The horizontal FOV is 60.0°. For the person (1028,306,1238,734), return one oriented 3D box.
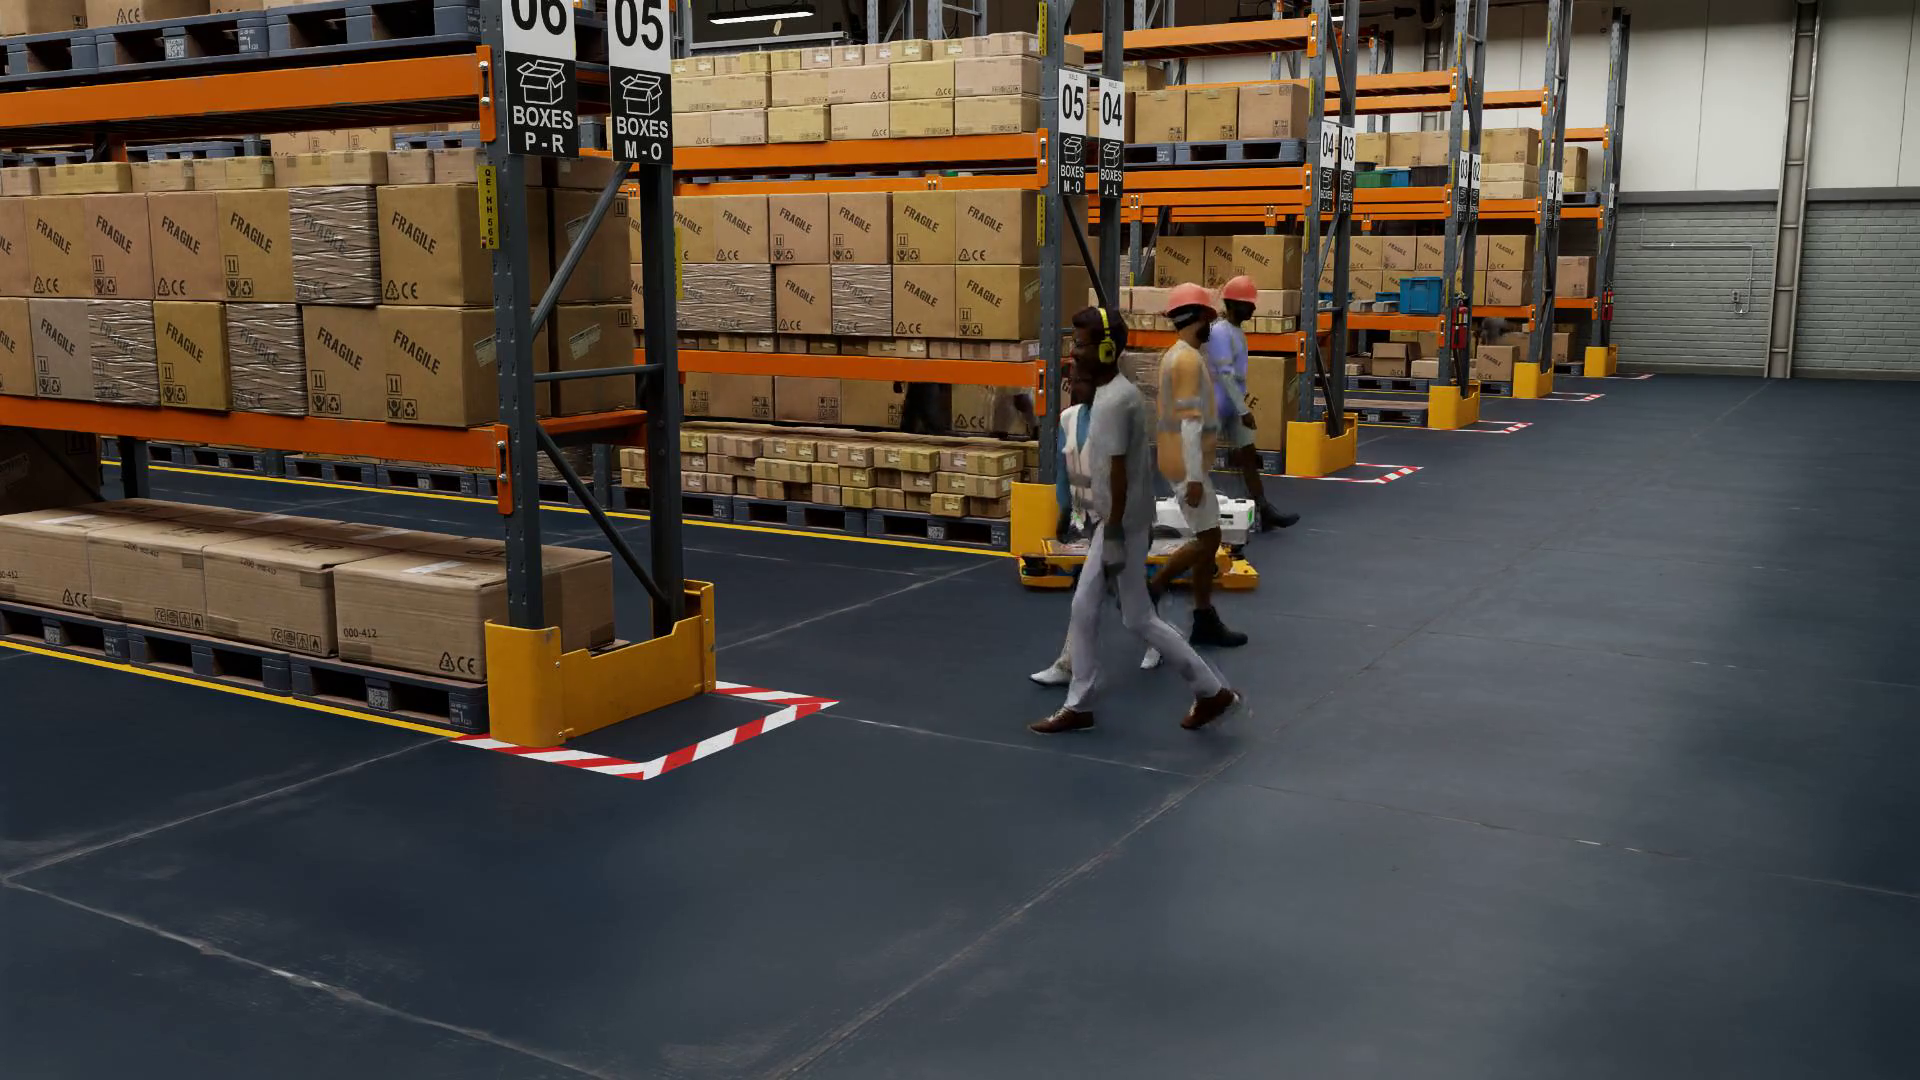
[{"bbox_3d":[0.748,-0.063,6.985,0.834,1.836,0.516,-1,10,-4],"label":"person"}]

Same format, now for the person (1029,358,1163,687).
[{"bbox_3d":[0.724,-0.112,7.988,0.883,1.581,0.522,-6,11,-31],"label":"person"}]

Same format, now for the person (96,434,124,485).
[{"bbox_3d":[-7.647,-1.452,14.787,0.543,1.939,0.355,-8,13,-40],"label":"person"}]

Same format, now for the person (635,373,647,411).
[{"bbox_3d":[-2.970,-1.503,15.360,0.516,1.842,0.328,-7,12,-36],"label":"person"}]

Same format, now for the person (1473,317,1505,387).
[{"bbox_3d":[8.171,-3.366,26.000,0.919,1.927,0.632,8,12,37],"label":"person"}]

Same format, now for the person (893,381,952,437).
[{"bbox_3d":[-0.331,-1.599,15.634,1.030,1.952,0.627,5,11,29],"label":"person"}]

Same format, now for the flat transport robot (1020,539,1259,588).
[{"bbox_3d":[1.094,0.136,10.361,1.431,0.197,0.652,0,10,1],"label":"flat transport robot"}]

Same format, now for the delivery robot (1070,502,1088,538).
[{"bbox_3d":[0.920,-0.168,11.039,0.477,0.478,0.707,-1,10,-4],"label":"delivery robot"}]

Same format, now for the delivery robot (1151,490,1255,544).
[{"bbox_3d":[1.590,-0.156,10.967,0.707,0.478,0.477,2,10,10],"label":"delivery robot"}]

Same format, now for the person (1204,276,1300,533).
[{"bbox_3d":[2.000,-0.978,12.175,0.968,1.877,0.547,5,11,29],"label":"person"}]

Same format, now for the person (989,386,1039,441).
[{"bbox_3d":[0.546,-1.192,13.104,1.011,1.996,0.635,6,12,33],"label":"person"}]

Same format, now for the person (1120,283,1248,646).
[{"bbox_3d":[1.208,-0.378,8.633,0.566,1.891,0.577,1,10,7],"label":"person"}]
